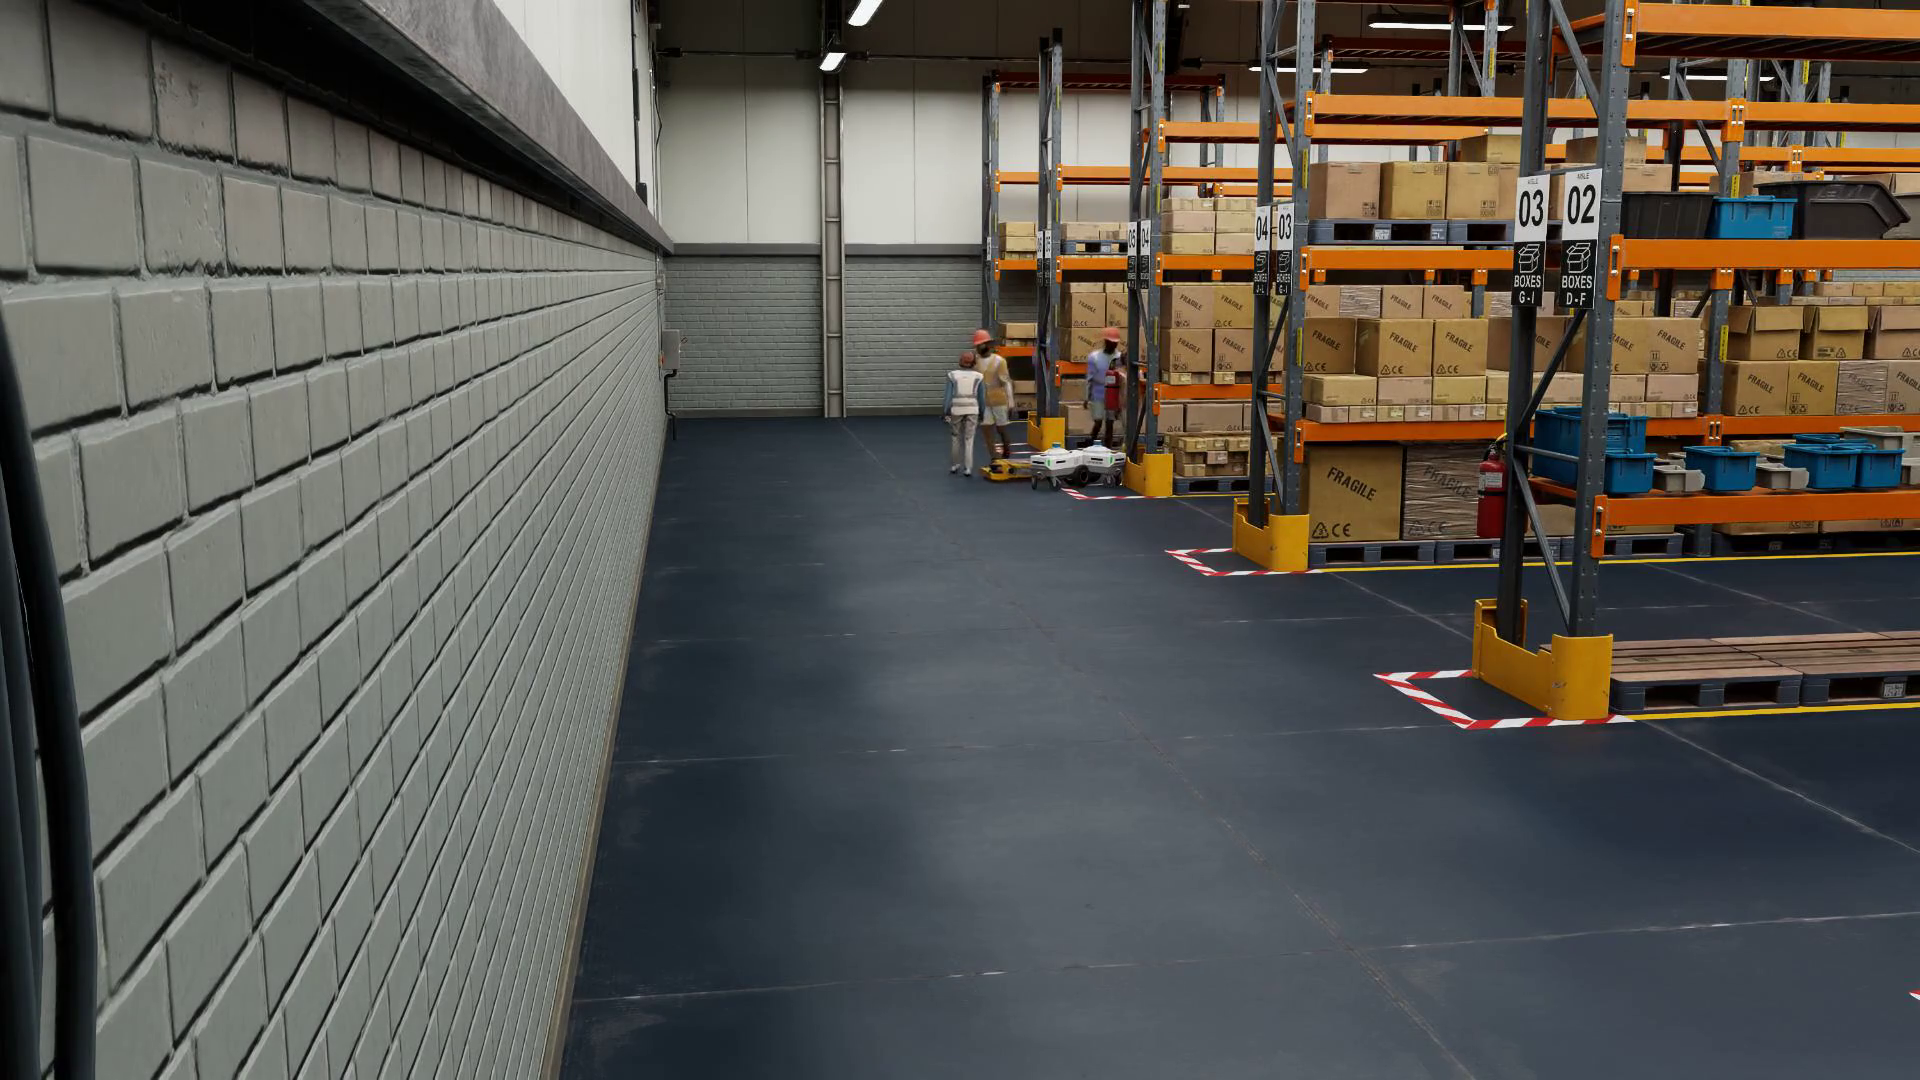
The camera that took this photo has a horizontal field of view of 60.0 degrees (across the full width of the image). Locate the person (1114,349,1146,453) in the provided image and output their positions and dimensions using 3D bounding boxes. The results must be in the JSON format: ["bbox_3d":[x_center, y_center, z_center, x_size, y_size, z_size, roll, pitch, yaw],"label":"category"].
[{"bbox_3d":[2.279,-1.744,22.255,0.586,1.609,0.543,-7,11,-35],"label":"person"}]

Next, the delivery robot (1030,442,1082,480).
[{"bbox_3d":[1.171,-0.944,20.253,0.477,0.478,0.707,8,12,41],"label":"delivery robot"}]

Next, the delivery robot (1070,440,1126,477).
[{"bbox_3d":[1.695,-0.990,20.538,0.707,0.478,0.477,8,12,41],"label":"delivery robot"}]

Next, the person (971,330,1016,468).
[{"bbox_3d":[0.464,-1.827,21.902,0.647,1.885,0.793,5,10,27],"label":"person"}]

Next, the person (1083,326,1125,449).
[{"bbox_3d":[1.982,-1.939,22.550,0.585,1.904,0.637,-2,9,-9],"label":"person"}]

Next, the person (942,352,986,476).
[{"bbox_3d":[0.050,-1.637,21.595,0.577,1.600,0.709,0,9,1],"label":"person"}]

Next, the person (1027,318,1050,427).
[{"bbox_3d":[1.479,-2.845,28.157,0.672,1.888,0.656,-2,9,-11],"label":"person"}]

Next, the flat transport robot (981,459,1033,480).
[{"bbox_3d":[1.029,-0.918,21.251,1.431,0.197,0.652,-2,9,-10],"label":"flat transport robot"}]
